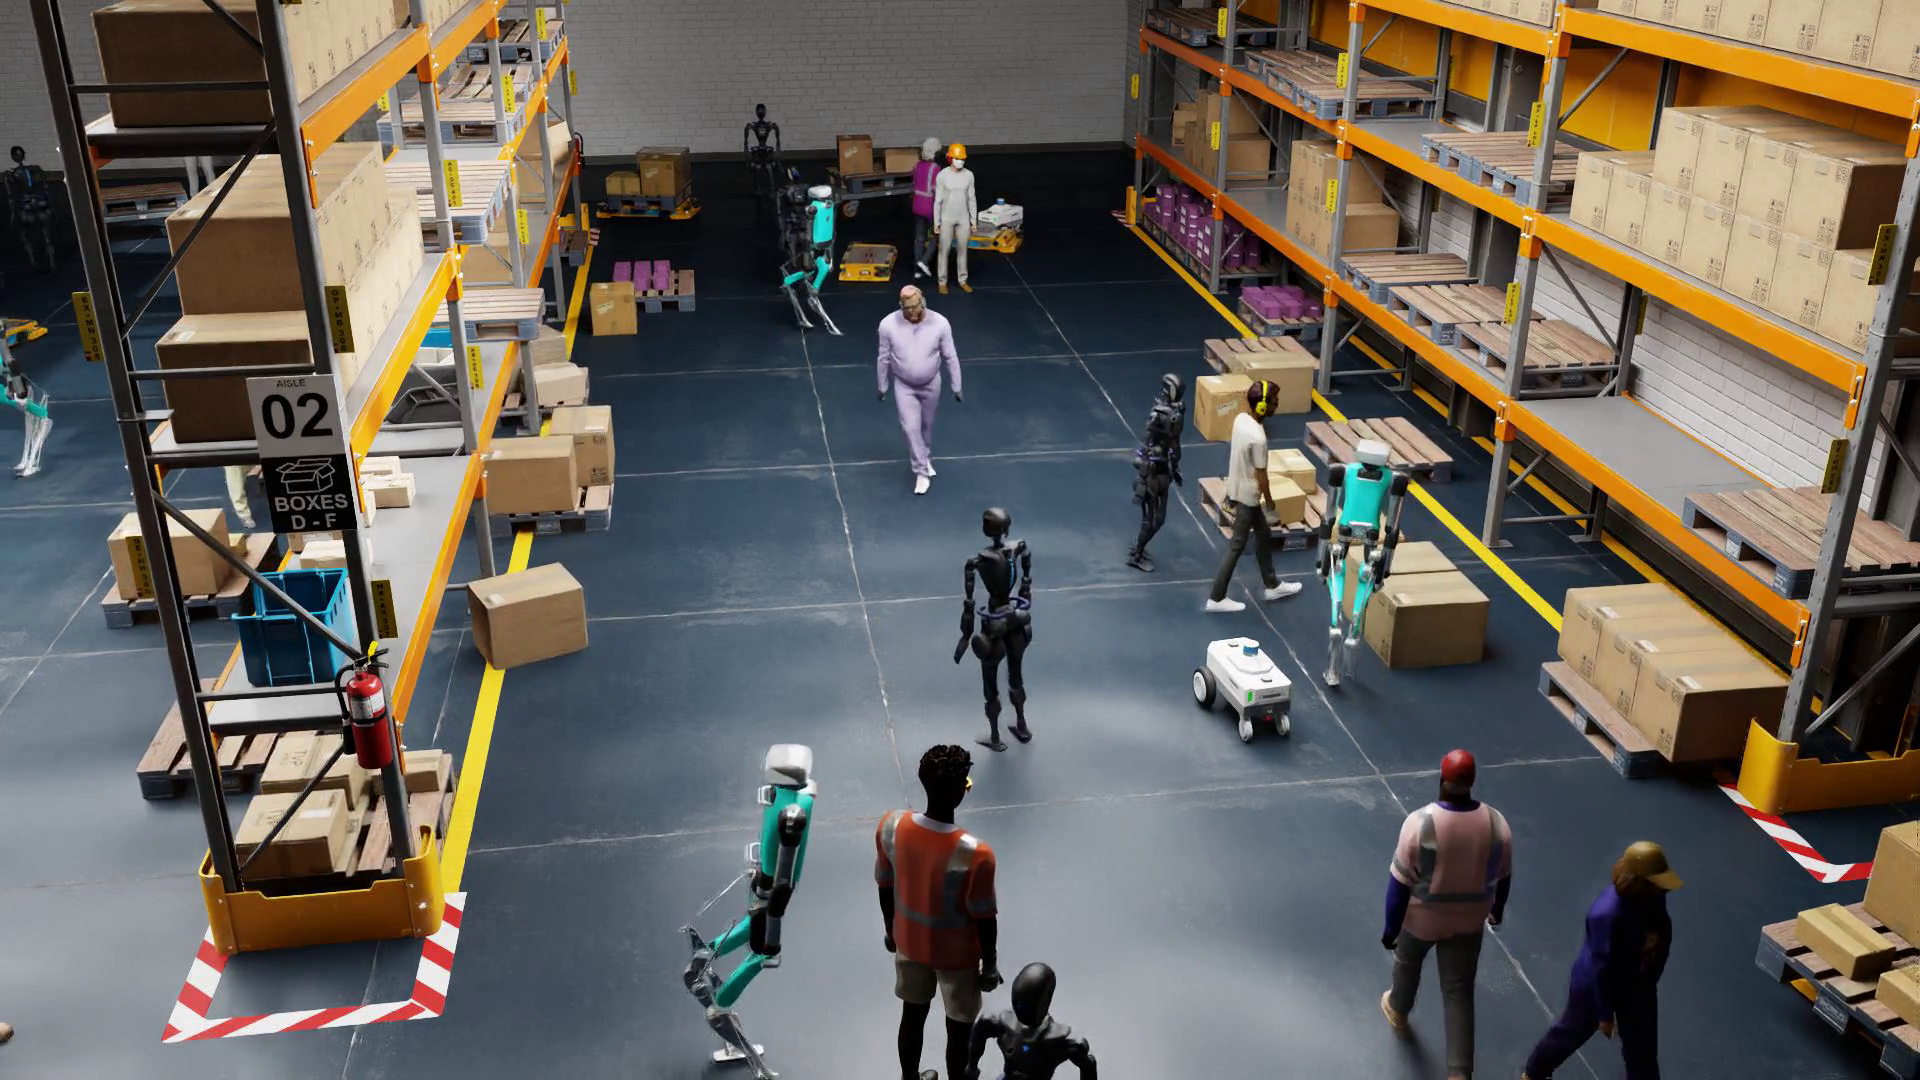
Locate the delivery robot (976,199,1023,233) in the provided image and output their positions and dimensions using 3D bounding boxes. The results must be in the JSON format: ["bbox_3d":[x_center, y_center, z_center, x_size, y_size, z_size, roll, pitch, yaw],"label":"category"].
[{"bbox_3d":[0.560,-4.544,23.683,0.502,0.602,0.774,18,29,35],"label":"delivery robot"}]

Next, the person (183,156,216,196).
[{"bbox_3d":[-11.720,-6.047,25.498,0.620,1.845,0.431,-2,24,-5],"label":"person"}]

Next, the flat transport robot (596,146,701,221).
[{"bbox_3d":[-4.694,-5.004,25.079,1.431,0.231,0.659,2,24,5],"label":"flat transport robot"}]

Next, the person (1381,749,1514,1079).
[{"bbox_3d":[2.298,1.790,7.819,0.602,1.709,0.918,0,24,0],"label":"person"}]

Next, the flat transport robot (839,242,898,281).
[{"bbox_3d":[-1.210,-3.693,22.091,0.659,0.231,1.431,1,24,2],"label":"flat transport robot"}]

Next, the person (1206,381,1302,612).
[{"bbox_3d":[2.287,-0.316,12.444,0.866,1.836,0.512,-2,24,-5],"label":"person"}]

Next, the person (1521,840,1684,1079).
[{"bbox_3d":[2.956,2.021,7.439,0.451,1.577,0.827,-11,26,-24],"label":"person"}]

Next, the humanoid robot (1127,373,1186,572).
[{"bbox_3d":[1.554,-0.536,13.176,0.406,1.643,0.612,17,29,33],"label":"humanoid robot"}]

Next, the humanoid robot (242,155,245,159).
[{"bbox_3d":[-9.487,-4.787,22.774,0.582,1.726,1.055,-12,26,-25],"label":"humanoid robot"}]

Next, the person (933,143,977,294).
[{"bbox_3d":[-0.060,-4.021,20.833,0.566,1.889,0.390,-7,25,-15],"label":"person"}]

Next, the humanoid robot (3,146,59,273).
[{"bbox_3d":[-12.151,-4.329,21.786,0.442,1.646,0.598,17,29,33],"label":"humanoid robot"}]

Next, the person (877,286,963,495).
[{"bbox_3d":[-0.348,-1.355,14.786,0.743,1.847,0.884,-4,24,-8],"label":"person"}]

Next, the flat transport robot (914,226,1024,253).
[{"bbox_3d":[0.132,-4.223,23.299,1.431,0.231,0.659,6,24,13],"label":"flat transport robot"}]

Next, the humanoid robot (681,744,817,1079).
[{"bbox_3d":[-1.032,1.775,7.813,0.748,1.769,0.536,-3,24,-6],"label":"humanoid robot"}]

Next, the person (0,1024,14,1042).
[{"bbox_3d":[-5.004,1.691,7.890,0.492,1.829,0.631,-4,24,-8],"label":"person"}]

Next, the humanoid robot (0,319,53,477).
[{"bbox_3d":[-8.520,-1.431,15.013,0.530,1.706,0.758,7,25,15],"label":"humanoid robot"}]

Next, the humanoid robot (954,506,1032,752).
[{"bbox_3d":[0.239,0.562,10.639,0.603,1.659,0.315,-17,29,-34],"label":"humanoid robot"}]

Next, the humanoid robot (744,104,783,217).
[{"bbox_3d":[-2.961,-5.708,24.951,0.589,1.639,0.586,-4,24,-9],"label":"humanoid robot"}]

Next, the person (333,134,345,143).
[{"bbox_3d":[-9.770,-6.195,26.104,0.416,1.615,0.513,-7,25,-15],"label":"person"}]

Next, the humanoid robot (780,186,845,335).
[{"bbox_3d":[-1.748,-3.213,19.198,0.878,1.781,0.537,15,28,30],"label":"humanoid robot"}]

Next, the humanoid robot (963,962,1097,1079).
[{"bbox_3d":[0.290,2.350,6.646,0.589,1.634,0.798,8,25,17],"label":"humanoid robot"}]

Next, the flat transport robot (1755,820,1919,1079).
[{"bbox_3d":[4.809,2.407,8.195,0.659,0.231,1.431,-8,25,-17],"label":"flat transport robot"}]

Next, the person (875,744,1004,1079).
[{"bbox_3d":[-0.086,1.796,7.476,0.609,1.964,0.364,14,27,29],"label":"person"}]

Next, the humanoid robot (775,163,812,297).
[{"bbox_3d":[-2.023,-3.859,20.714,0.597,1.656,0.341,-20,30,-37],"label":"humanoid robot"}]

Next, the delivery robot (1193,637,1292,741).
[{"bbox_3d":[1.924,0.956,11.160,0.499,0.607,0.808,-7,25,-15],"label":"delivery robot"}]

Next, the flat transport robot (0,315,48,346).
[{"bbox_3d":[-11.079,-2.231,18.761,0.659,0.231,1.431,4,24,10],"label":"flat transport robot"}]

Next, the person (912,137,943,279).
[{"bbox_3d":[-0.419,-4.256,21.433,0.596,1.827,0.427,19,30,37],"label":"person"}]

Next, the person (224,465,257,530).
[{"bbox_3d":[-6.226,-1.009,14.175,0.765,1.710,0.565,19,30,37],"label":"person"}]

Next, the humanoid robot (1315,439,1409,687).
[{"bbox_3d":[2.691,0.271,11.259,0.584,1.801,0.790,4,24,9],"label":"humanoid robot"}]
